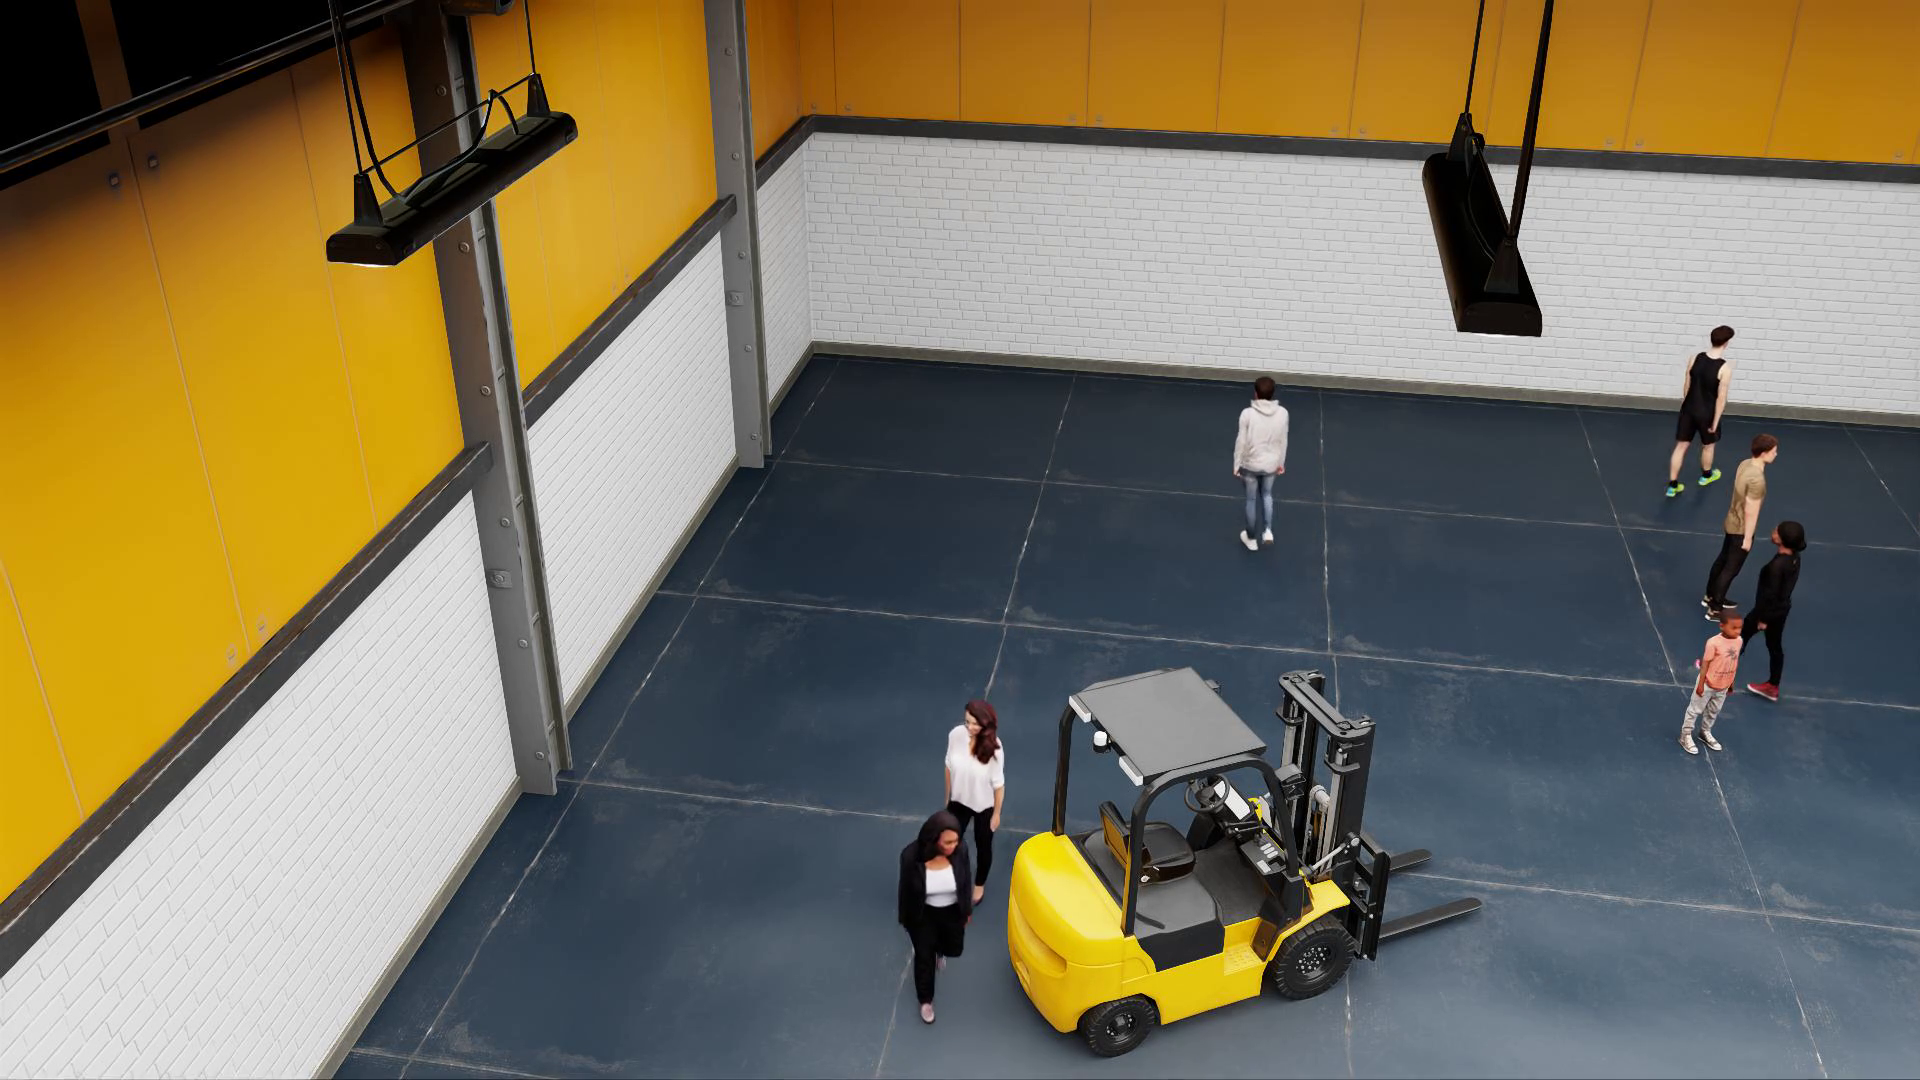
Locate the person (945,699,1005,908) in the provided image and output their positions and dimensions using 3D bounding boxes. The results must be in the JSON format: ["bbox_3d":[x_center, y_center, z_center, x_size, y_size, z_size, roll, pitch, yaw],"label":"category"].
[{"bbox_3d":[0.143,1.820,11.757,0.690,1.784,0.673,13,31,22],"label":"person"}]

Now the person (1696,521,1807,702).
[{"bbox_3d":[6.948,0.628,14.081,0.971,1.651,1.005,-22,36,-34],"label":"person"}]

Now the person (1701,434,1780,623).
[{"bbox_3d":[7.158,-0.130,15.263,0.718,1.850,0.496,7,29,12],"label":"person"}]

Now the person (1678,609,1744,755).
[{"bbox_3d":[6.131,1.126,13.528,0.528,1.307,0.546,-5,29,-10],"label":"person"}]

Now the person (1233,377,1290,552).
[{"bbox_3d":[2.975,-0.699,16.311,0.832,1.846,0.901,-5,29,-9],"label":"person"}]

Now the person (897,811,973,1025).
[{"bbox_3d":[-0.169,2.382,10.925,0.856,1.594,0.961,-5,29,-9],"label":"person"}]

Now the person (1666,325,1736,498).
[{"bbox_3d":[7.698,-1.311,17.417,1.136,1.860,1.032,-24,37,-37],"label":"person"}]
